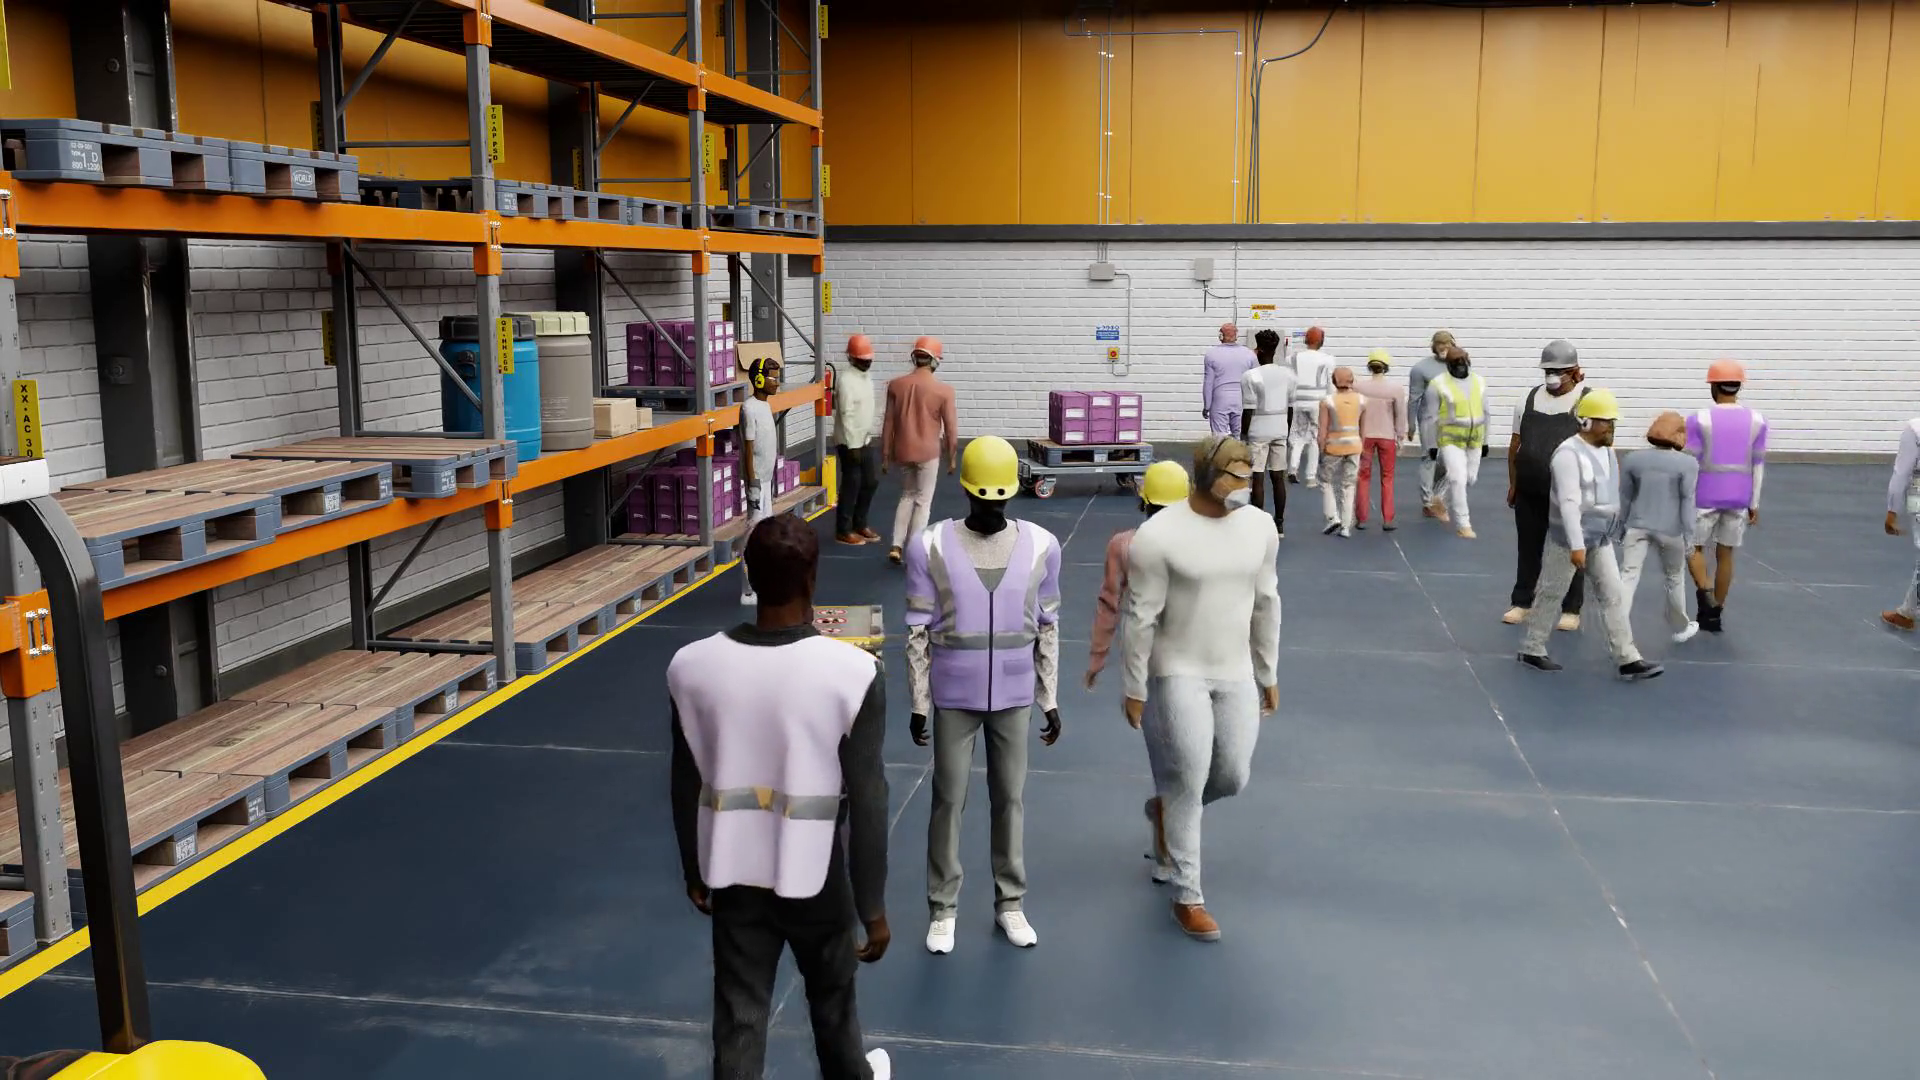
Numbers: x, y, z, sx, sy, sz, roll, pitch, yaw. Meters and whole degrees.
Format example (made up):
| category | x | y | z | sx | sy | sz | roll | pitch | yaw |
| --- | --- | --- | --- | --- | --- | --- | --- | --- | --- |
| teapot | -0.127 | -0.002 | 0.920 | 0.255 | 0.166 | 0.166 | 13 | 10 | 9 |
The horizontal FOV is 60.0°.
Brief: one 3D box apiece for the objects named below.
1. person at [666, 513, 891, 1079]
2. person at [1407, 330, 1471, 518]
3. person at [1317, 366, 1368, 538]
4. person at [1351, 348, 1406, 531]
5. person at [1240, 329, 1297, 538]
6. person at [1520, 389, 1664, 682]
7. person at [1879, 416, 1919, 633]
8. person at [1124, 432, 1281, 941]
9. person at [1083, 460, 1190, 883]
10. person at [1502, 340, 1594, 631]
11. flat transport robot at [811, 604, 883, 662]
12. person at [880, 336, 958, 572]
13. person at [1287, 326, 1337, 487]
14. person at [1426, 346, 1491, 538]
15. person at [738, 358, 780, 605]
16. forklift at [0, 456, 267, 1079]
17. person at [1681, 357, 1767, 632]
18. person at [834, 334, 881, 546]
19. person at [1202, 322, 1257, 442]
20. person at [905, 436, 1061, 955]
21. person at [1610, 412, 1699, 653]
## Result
| category | x | y | z | sx | sy | sz | roll | pitch | yaw |
| --- | --- | --- | --- | --- | --- | --- | --- | --- | --- |
| person | -0.448 | 0.853 | 4.470 | 0.619 | 1.876 | 0.938 | 2 | 9 | 11 |
| person | 4.849 | -1.185 | 16.956 | 0.663 | 1.910 | 0.534 | -1 | 9 | -8 |
| person | 3.580 | -0.828 | 15.644 | 0.516 | 1.624 | 0.379 | -2 | 9 | -10 |
| person | 4.029 | -0.970 | 16.078 | 0.532 | 1.767 | 0.325 | 3 | 10 | 18 |
| person | 2.847 | -0.981 | 15.525 | 0.605 | 1.966 | 0.367 | -5 | 10 | -27 |
| person | 3.858 | -0.017 | 10.132 | 0.619 | 1.783 | 0.898 | -7 | 11 | -36 |
| person | 6.541 | -0.231 | 11.110 | 0.622 | 1.903 | 1.021 | -1 | 9 | -4 |
| person | 0.911 | 0.519 | 6.468 | 0.653 | 1.910 | 0.711 | -4 | 10 | -22 |
| person | 0.813 | 0.527 | 6.910 | 0.548 | 1.728 | 0.662 | 6 | 11 | 32 |
| person | 4.141 | -0.387 | 11.636 | 0.688 | 2.000 | 0.536 | 7 | 12 | 38 |
| flat transport robot | -0.830 | 0.634 | 10.779 | 0.652 | 0.197 | 1.431 | 0 | 9 | -2 |
| person | -0.332 | -0.711 | 13.862 | 0.626 | 1.964 | 0.496 | 4 | 10 | 26 |
| person | 4.057 | -1.535 | 19.224 | 0.589 | 1.870 | 0.393 | 6 | 11 | 34 |
| person | 4.704 | -0.947 | 15.844 | 0.630 | 1.810 | 0.782 | -2 | 9 | -13 |
| person | -1.489 | -0.433 | 12.492 | 0.334 | 1.860 | 0.508 | 2 | 9 | 10 |
| forklift | -2.328 | 0.975 | 2.765 | 2.313 | 2.155 | 1.214 | 1 | 9 | 9 |
| person | 5.214 | -0.289 | 11.392 | 0.554 | 1.921 | 0.559 | 1 | 9 | 7 |
| person | -0.936 | -0.893 | 15.038 | 0.538 | 1.945 | 0.654 | 4 | 10 | 21 |
| person | 3.139 | -1.594 | 19.501 | 0.642 | 1.907 | 0.410 | -2 | 9 | -10 |
| person | 0.092 | 0.567 | 6.131 | 0.585 | 1.918 | 0.378 | -2 | 9 | -10 |
| person | 4.633 | -0.053 | 11.002 | 0.547 | 1.575 | 0.897 | 9 | 13 | 43 |
